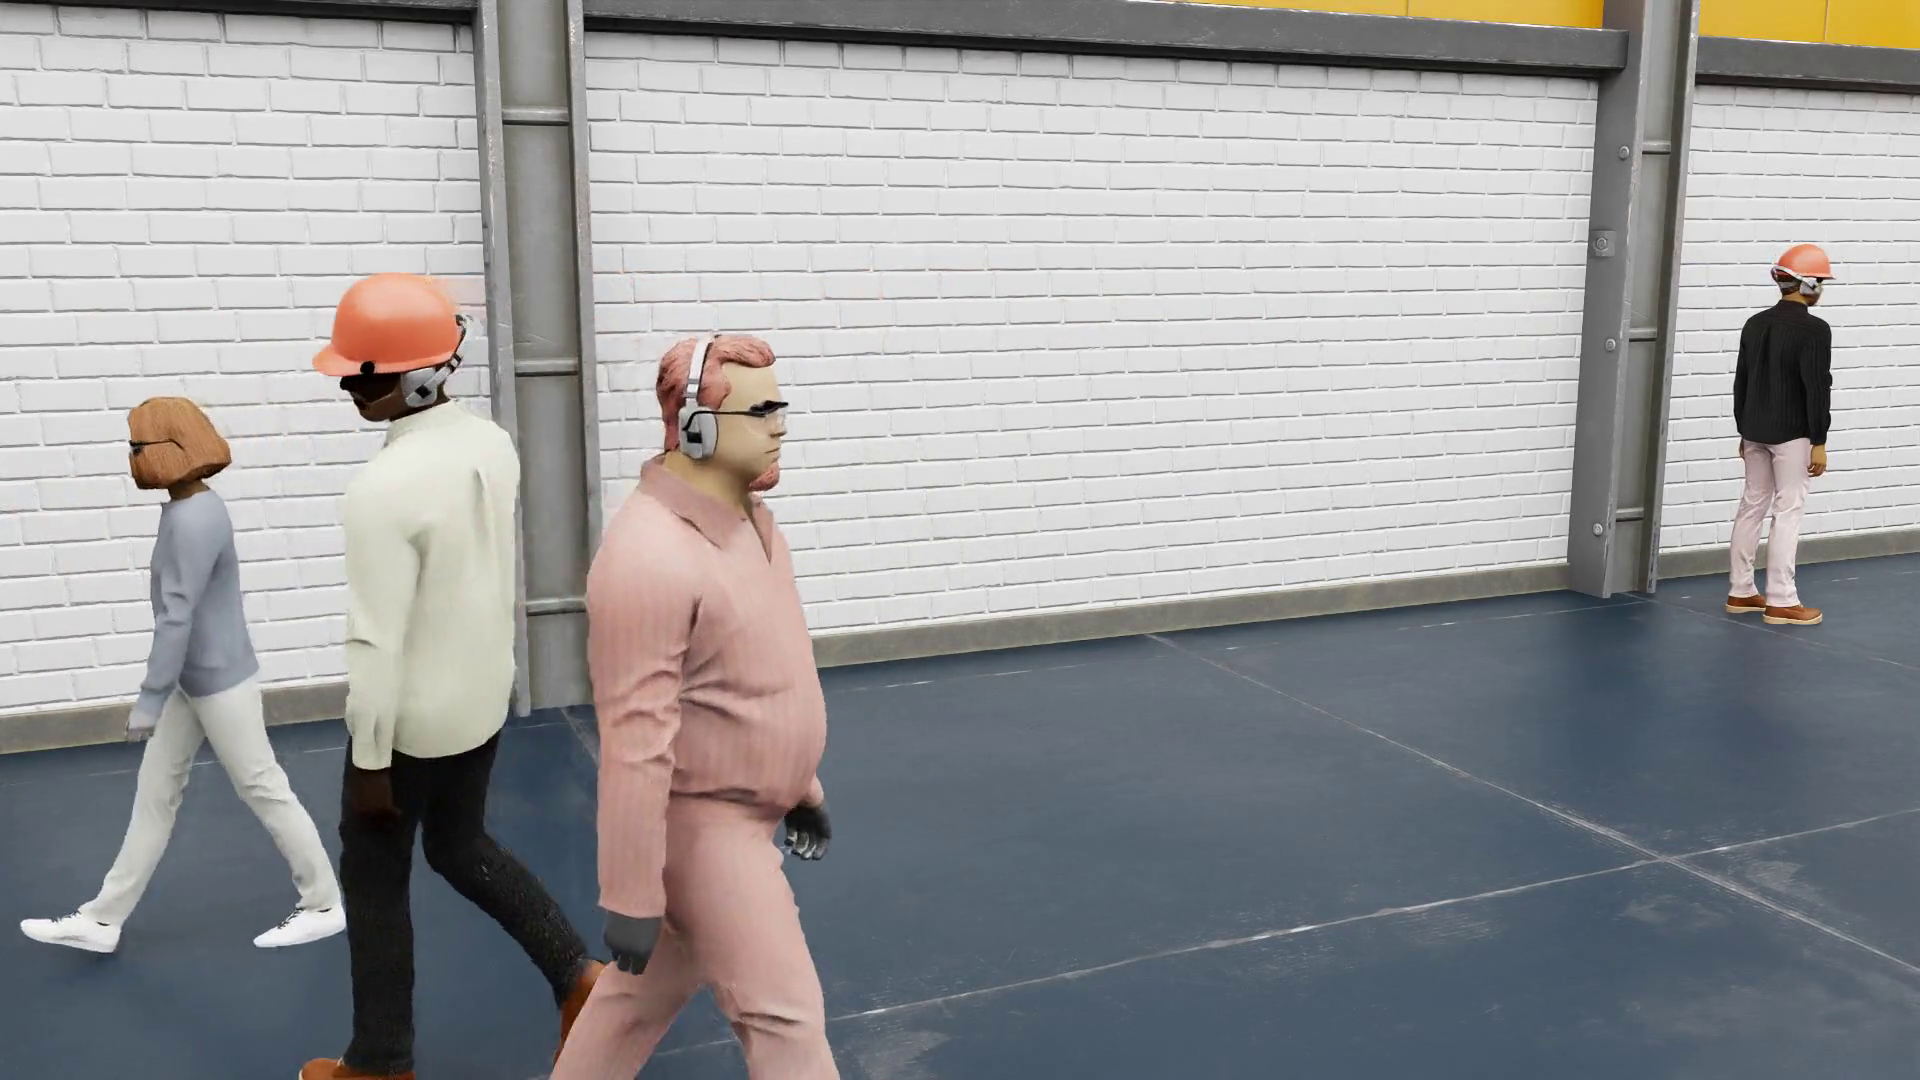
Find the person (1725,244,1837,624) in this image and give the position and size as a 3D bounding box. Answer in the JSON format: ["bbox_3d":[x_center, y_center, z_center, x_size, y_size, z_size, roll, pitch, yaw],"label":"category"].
[{"bbox_3d":[4.365,-0.556,8.798,0.397,1.990,0.623,-3,11,-14],"label":"person"}]

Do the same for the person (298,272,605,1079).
[{"bbox_3d":[-1.181,0.377,3.766,0.747,1.950,0.639,3,11,18],"label":"person"}]

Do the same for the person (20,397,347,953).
[{"bbox_3d":[-2.173,0.405,4.616,0.849,1.588,0.503,-6,12,-29],"label":"person"}]

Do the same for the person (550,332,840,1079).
[{"bbox_3d":[-0.464,0.532,3.192,1.024,1.857,0.653,1,10,5],"label":"person"}]
